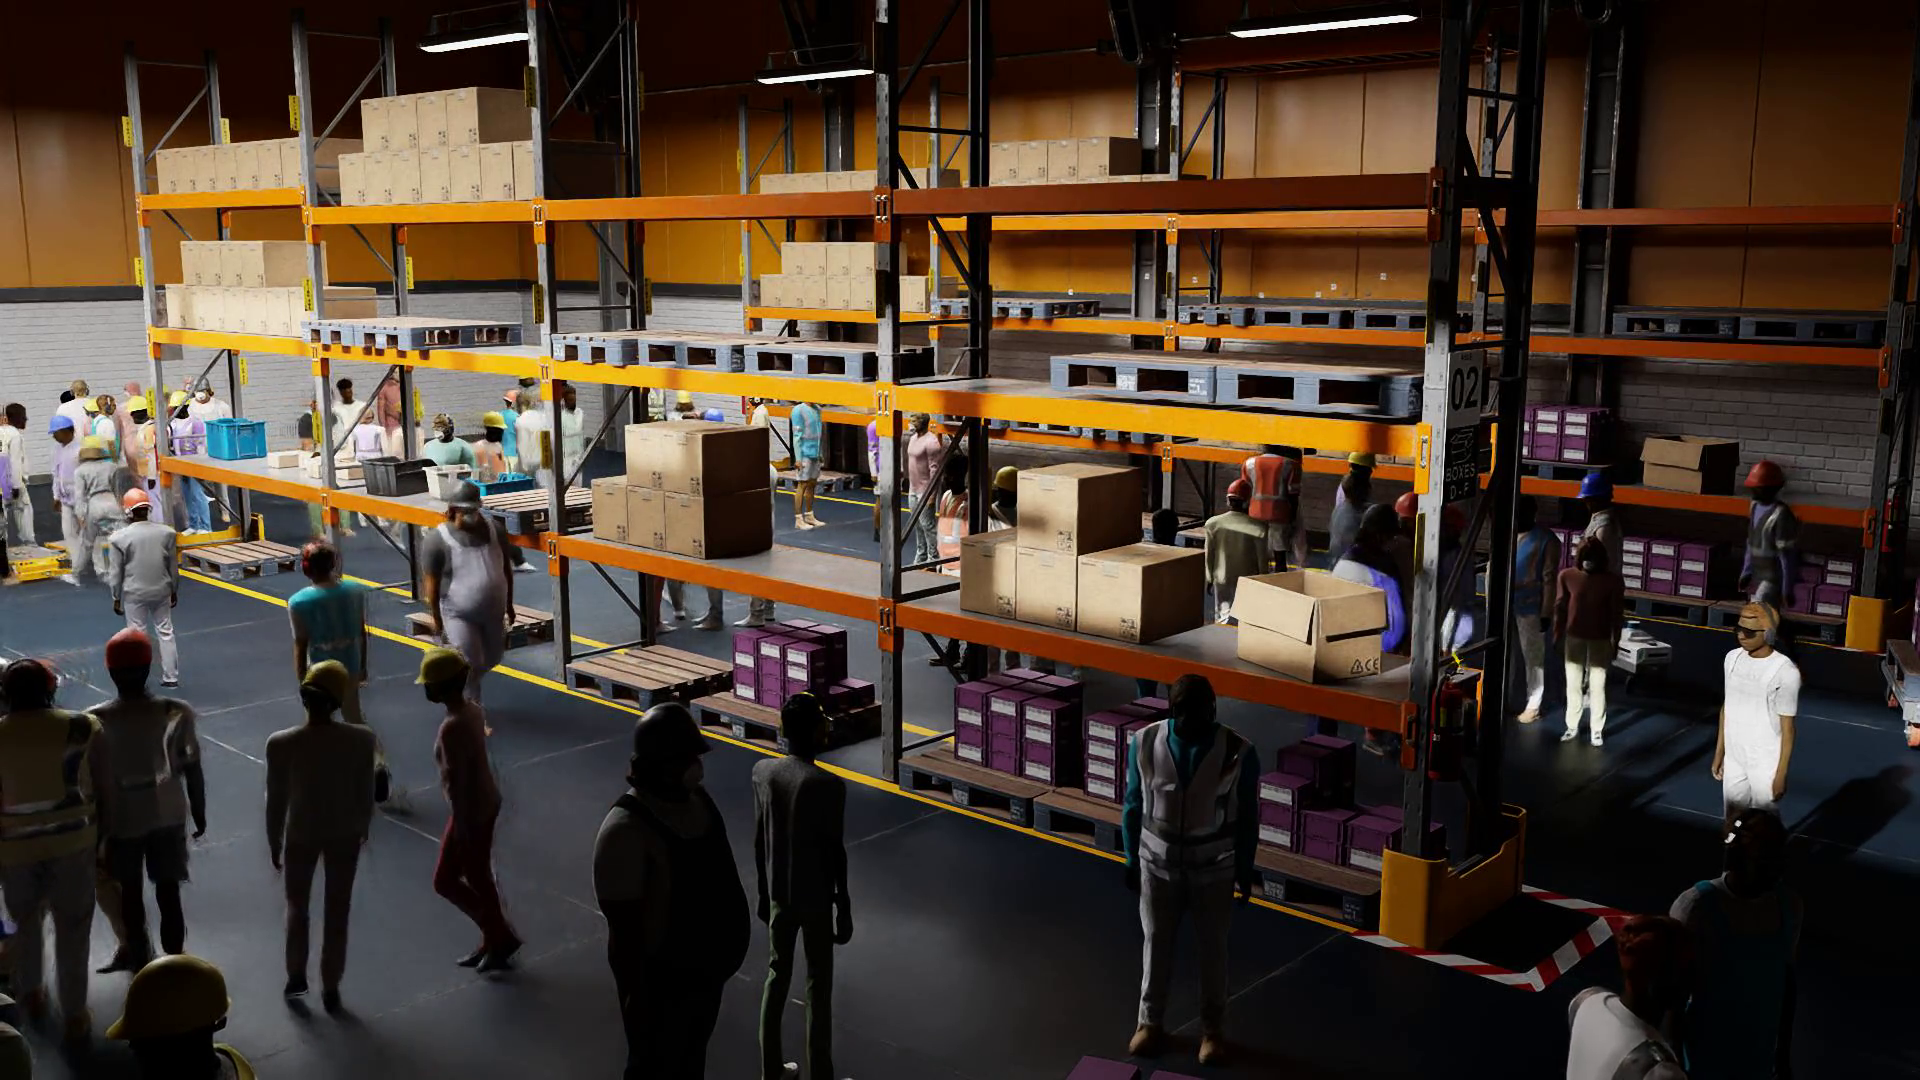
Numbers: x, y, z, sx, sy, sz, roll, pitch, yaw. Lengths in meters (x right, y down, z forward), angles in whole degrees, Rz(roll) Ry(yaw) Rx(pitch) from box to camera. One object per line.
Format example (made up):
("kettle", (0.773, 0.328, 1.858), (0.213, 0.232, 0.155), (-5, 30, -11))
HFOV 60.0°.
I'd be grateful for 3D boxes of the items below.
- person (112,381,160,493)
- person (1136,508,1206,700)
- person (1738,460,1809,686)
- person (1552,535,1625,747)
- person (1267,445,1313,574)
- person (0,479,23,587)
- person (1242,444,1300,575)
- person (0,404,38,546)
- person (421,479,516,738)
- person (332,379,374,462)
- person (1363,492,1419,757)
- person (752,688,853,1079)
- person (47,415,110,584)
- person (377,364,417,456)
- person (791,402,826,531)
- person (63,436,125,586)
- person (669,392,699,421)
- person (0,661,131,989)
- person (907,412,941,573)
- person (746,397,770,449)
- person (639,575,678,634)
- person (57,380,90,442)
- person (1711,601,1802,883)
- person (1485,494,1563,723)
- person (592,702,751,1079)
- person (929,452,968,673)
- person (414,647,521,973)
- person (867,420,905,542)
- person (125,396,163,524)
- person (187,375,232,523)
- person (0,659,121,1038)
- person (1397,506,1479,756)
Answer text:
("person", (-11.635, -1.314, 23.587), (0.652, 1.879, 0.418), (-7, 12, -34))
("person", (1.464, 0.714, 12.002), (0.593, 1.919, 0.392), (5, 11, 25))
("person", (6.934, 0.314, 14.077), (0.759, 2.005, 0.628), (1, 10, 5))
("person", (4.744, 0.759, 12.591), (0.505, 1.621, 0.305), (7, 12, 35))
("person", (3.587, -0.377, 18.061), (0.631, 1.957, 0.809), (-9, 13, -41))
("person", (-10.742, -0.269, 18.255), (0.559, 1.678, 0.648), (4, 11, 22))
("person", (3.208, -0.237, 17.239), (0.608, 1.966, 0.371), (4, 11, 21))
("person", (-11.591, -0.718, 20.270), (0.610, 1.877, 0.695), (8, 13, 39))
("person", (-3.849, 0.478, 12.988), (0.689, 2.000, 0.809), (-10, 14, -44))
("person", (-8.616, -1.333, 23.612), (0.610, 1.905, 0.986), (-9, 13, -41))
("person", (3.298, 0.620, 12.354), (0.615, 1.984, 0.408), (-5, 11, -28))
("person", (-0.693, 1.574, 7.321), (0.506, 1.861, 0.329), (6, 12, 30))
("person", (-9.847, -0.446, 18.658), (0.754, 1.924, 0.385), (5, 11, 27))
("person", (-9.015, -1.889, 26.752), (0.651, 1.906, 0.401), (-7, 12, -34))
("person", (-1.988, -1.145, 22.167), (0.394, 2.039, 0.614), (5, 11, 27))
("person", (-9.524, -0.302, 18.402), (0.854, 1.695, 0.524), (7, 12, 36))
("person", (-3.931, -1.276, 23.863), (0.510, 1.689, 0.906), (-2, 10, -13))
("person", (-4.641, 1.450, 8.444), (0.573, 1.702, 0.907), (8, 13, 37))
("person", (-0.428, -0.546, 19.063), (0.354, 1.937, 0.636), (-5, 11, -25))
("person", (-2.953, -1.387, 24.387), (0.348, 1.740, 0.574), (-1, 10, -8))
("person", (-3.002, -0.028, 16.233), (0.399, 1.906, 0.603), (-6, 12, -31))
("person", (-12.152, -1.260, 23.119), (0.627, 1.934, 0.372), (-6, 12, -32))
("person", (4.421, 1.237, 9.287), (0.348, 1.838, 0.505), (-3, 11, -19))
("person", (4.460, 0.535, 13.270), (0.431, 1.835, 0.622), (-8, 13, -39))
("person", (-1.078, 1.626, 6.496), (0.537, 2.000, 0.682), (3, 11, 19))
("person", (-0.027, 0.195, 14.800), (0.367, 1.966, 0.606), (-6, 12, -30))
("person", (-2.567, 1.408, 8.567), (0.420, 1.742, 0.585), (-1, 10, -5))
("person", (-0.923, -0.913, 21.196), (0.387, 1.924, 0.549), (10, 14, 43))
("person", (-10.198, -0.854, 20.891), (0.399, 1.911, 0.595), (-6, 12, -33))
("person", (-10.278, -1.234, 22.671), (0.689, 2.000, 0.539), (-4, 11, -20))
("person", (-4.437, 1.458, 8.114), (0.649, 1.814, 0.808), (-4, 11, -21))
("person", (3.607, 0.682, 12.289), (0.458, 1.906, 0.564), (6, 11, 29))
